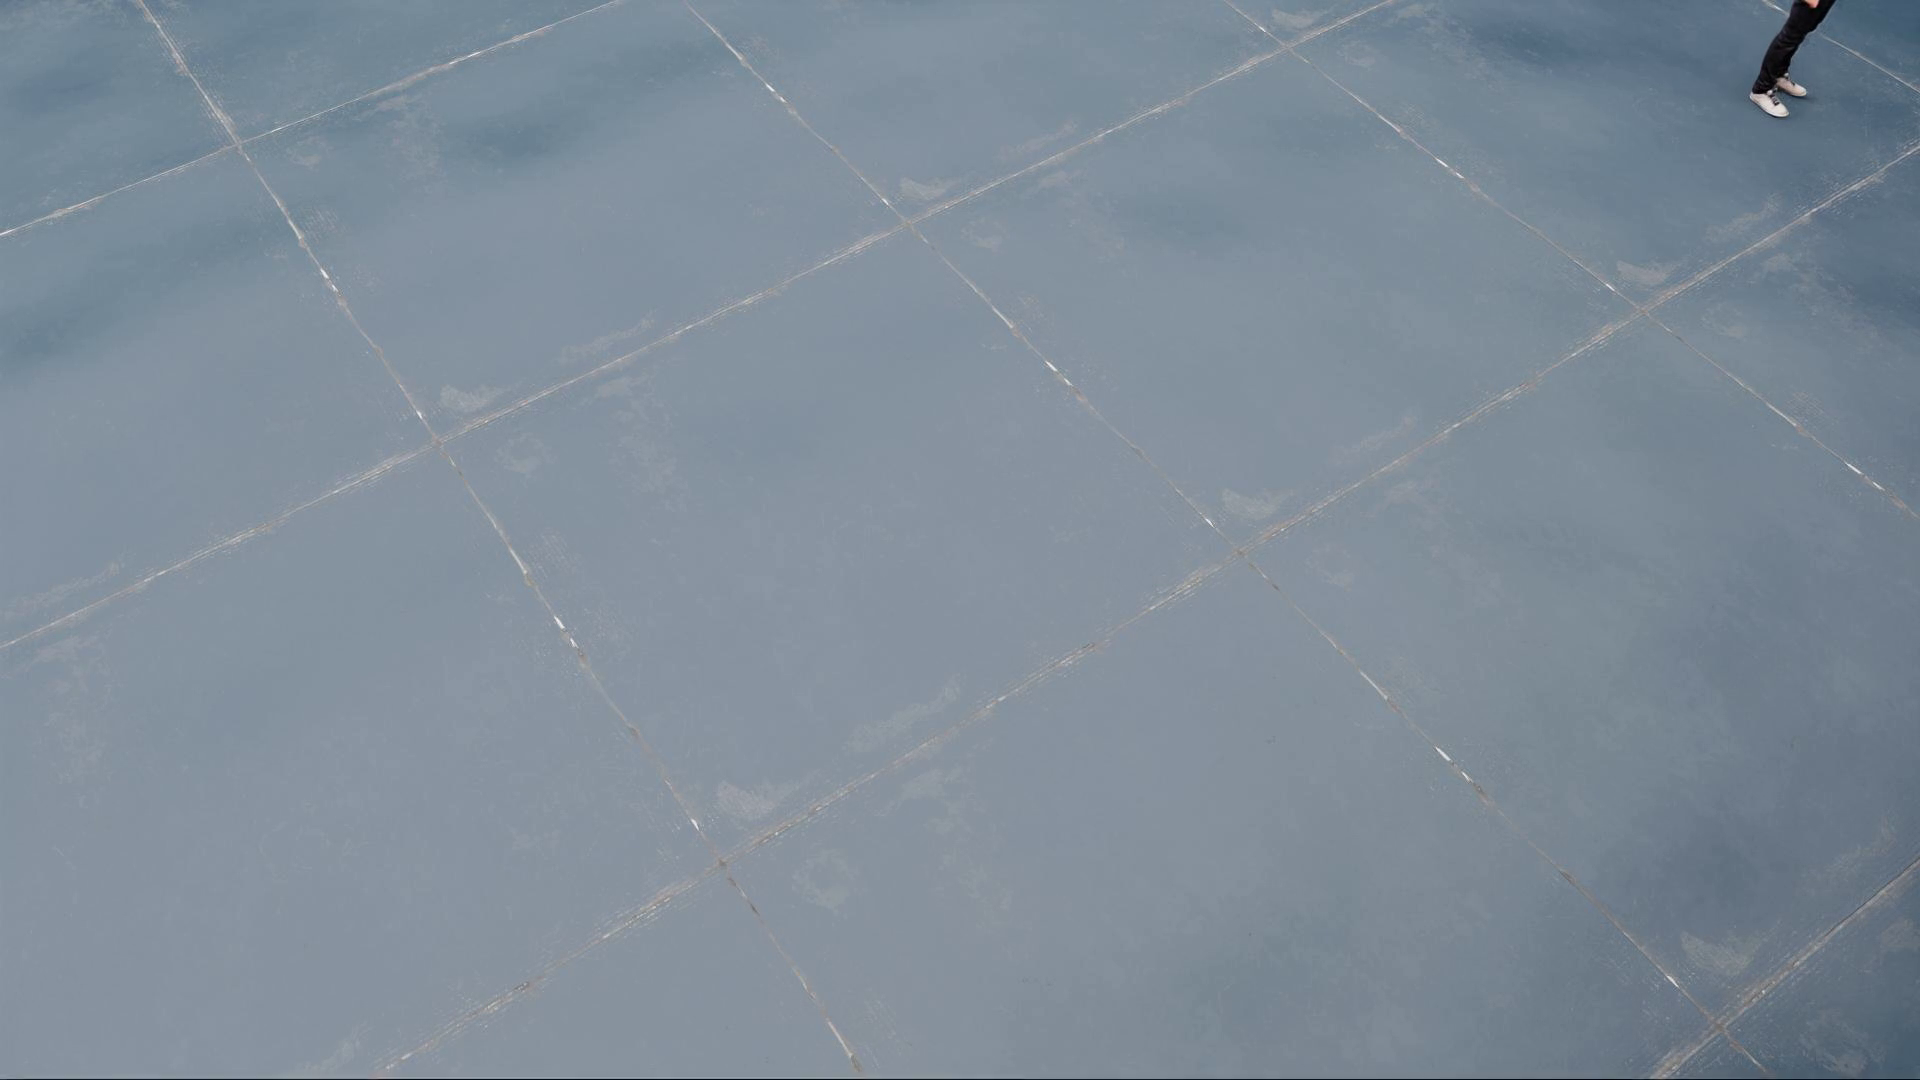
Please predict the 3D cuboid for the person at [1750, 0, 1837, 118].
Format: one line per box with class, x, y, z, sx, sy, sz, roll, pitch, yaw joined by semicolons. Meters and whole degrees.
person;5.180;-3.391;9.925;0.654;1.760;0.598;-38;61;-26
